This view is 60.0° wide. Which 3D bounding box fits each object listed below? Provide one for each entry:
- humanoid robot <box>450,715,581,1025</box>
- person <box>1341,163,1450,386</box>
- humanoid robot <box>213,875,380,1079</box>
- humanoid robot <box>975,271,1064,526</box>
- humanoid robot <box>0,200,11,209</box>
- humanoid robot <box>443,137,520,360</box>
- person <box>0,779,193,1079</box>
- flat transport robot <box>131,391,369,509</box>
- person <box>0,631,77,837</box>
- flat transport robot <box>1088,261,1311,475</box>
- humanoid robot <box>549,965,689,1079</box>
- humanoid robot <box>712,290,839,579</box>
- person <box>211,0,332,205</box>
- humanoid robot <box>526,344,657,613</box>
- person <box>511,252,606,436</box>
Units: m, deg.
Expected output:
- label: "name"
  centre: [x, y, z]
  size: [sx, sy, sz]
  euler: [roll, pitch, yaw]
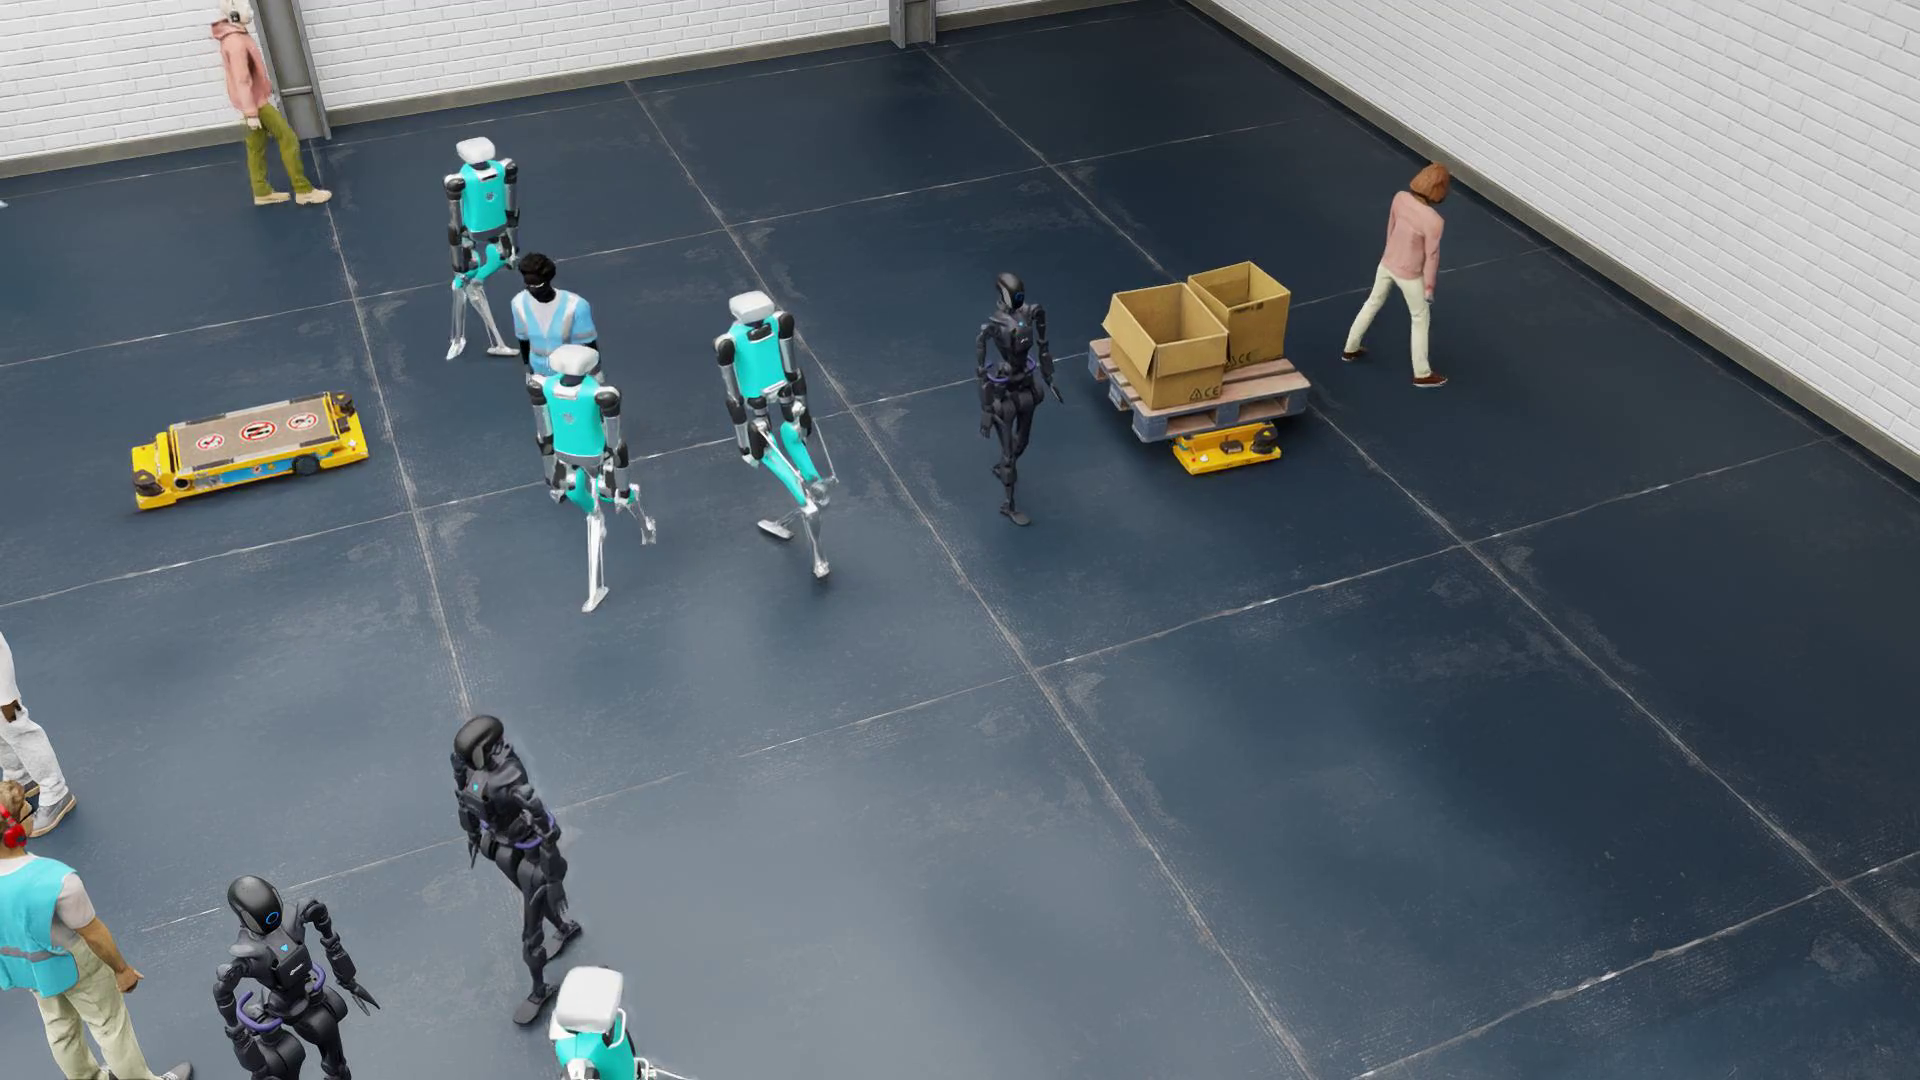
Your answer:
- label: "humanoid robot"
  centre: [-1.980, 1.393, 7.314]
  size: [0.593, 1.634, 0.674]
  euler: [21, 42, 25]
- label: "person"
  centre: [3.158, -1.852, 11.602]
  size: [0.470, 1.595, 0.674]
  euler: [-19, 41, -23]
- label: "humanoid robot"
  centre: [-2.626, 1.915, 6.617]
  size: [0.315, 1.653, 0.599]
  euler: [20, 42, 24]
- label: "humanoid robot"
  centre: [0.354, -0.926, 10.348]
  size: [0.599, 1.654, 0.603]
  euler: [-24, 44, -28]
- label: "humanoid robot"
  centre: [-8.320, -3.516, 13.652]
  size: [0.565, 1.785, 0.802]
  euler: [-29, 46, -32]
- label: "humanoid robot"
  centre: [-3.465, -2.070, 11.773]
  size: [0.589, 1.779, 0.877]
  euler: [-30, 46, -33]
- label: "person"
  centre: [-3.653, 1.720, 6.743]
  size: [0.568, 1.840, 0.372]
  euler: [6, 38, 8]
- label: "flat transport robot"
  centre: [-4.731, -0.612, 11.070]
  size: [1.431, 0.231, 0.659]
  euler: [-15, 40, -19]
- label: "person"
  centre: [-4.792, 0.665, 8.084]
  size: [0.572, 1.883, 0.359]
  euler: [20, 42, 24]
- label: "flat transport robot"
  centre: [1.605, -0.953, 11.513]
  size: [0.659, 0.231, 1.431]
  euler: [-11, 39, -14]
- label: "humanoid robot"
  centre: [-1.106, 2.199, 6.199]
  size: [0.978, 1.736, 0.542]
  euler: [-3, 38, -3]
- label: "humanoid robot"
  centre: [-0.947, -0.529, 9.786]
  size: [0.544, 1.746, 0.984]
  euler: [-28, 46, -32]
- label: "person"
  centre: [-5.704, -3.643, 13.747]
  size: [0.753, 1.812, 0.545]
  euler: [-16, 40, -20]
- label: "humanoid robot"
  centre: [-2.049, -0.494, 9.737]
  size: [0.555, 1.791, 0.920]
  euler: [8, 38, 10]
- label: "person"
  centre: [-2.511, -1.106, 10.549]
  size: [0.560, 1.676, 0.428]
  euler: [6, 38, 7]
